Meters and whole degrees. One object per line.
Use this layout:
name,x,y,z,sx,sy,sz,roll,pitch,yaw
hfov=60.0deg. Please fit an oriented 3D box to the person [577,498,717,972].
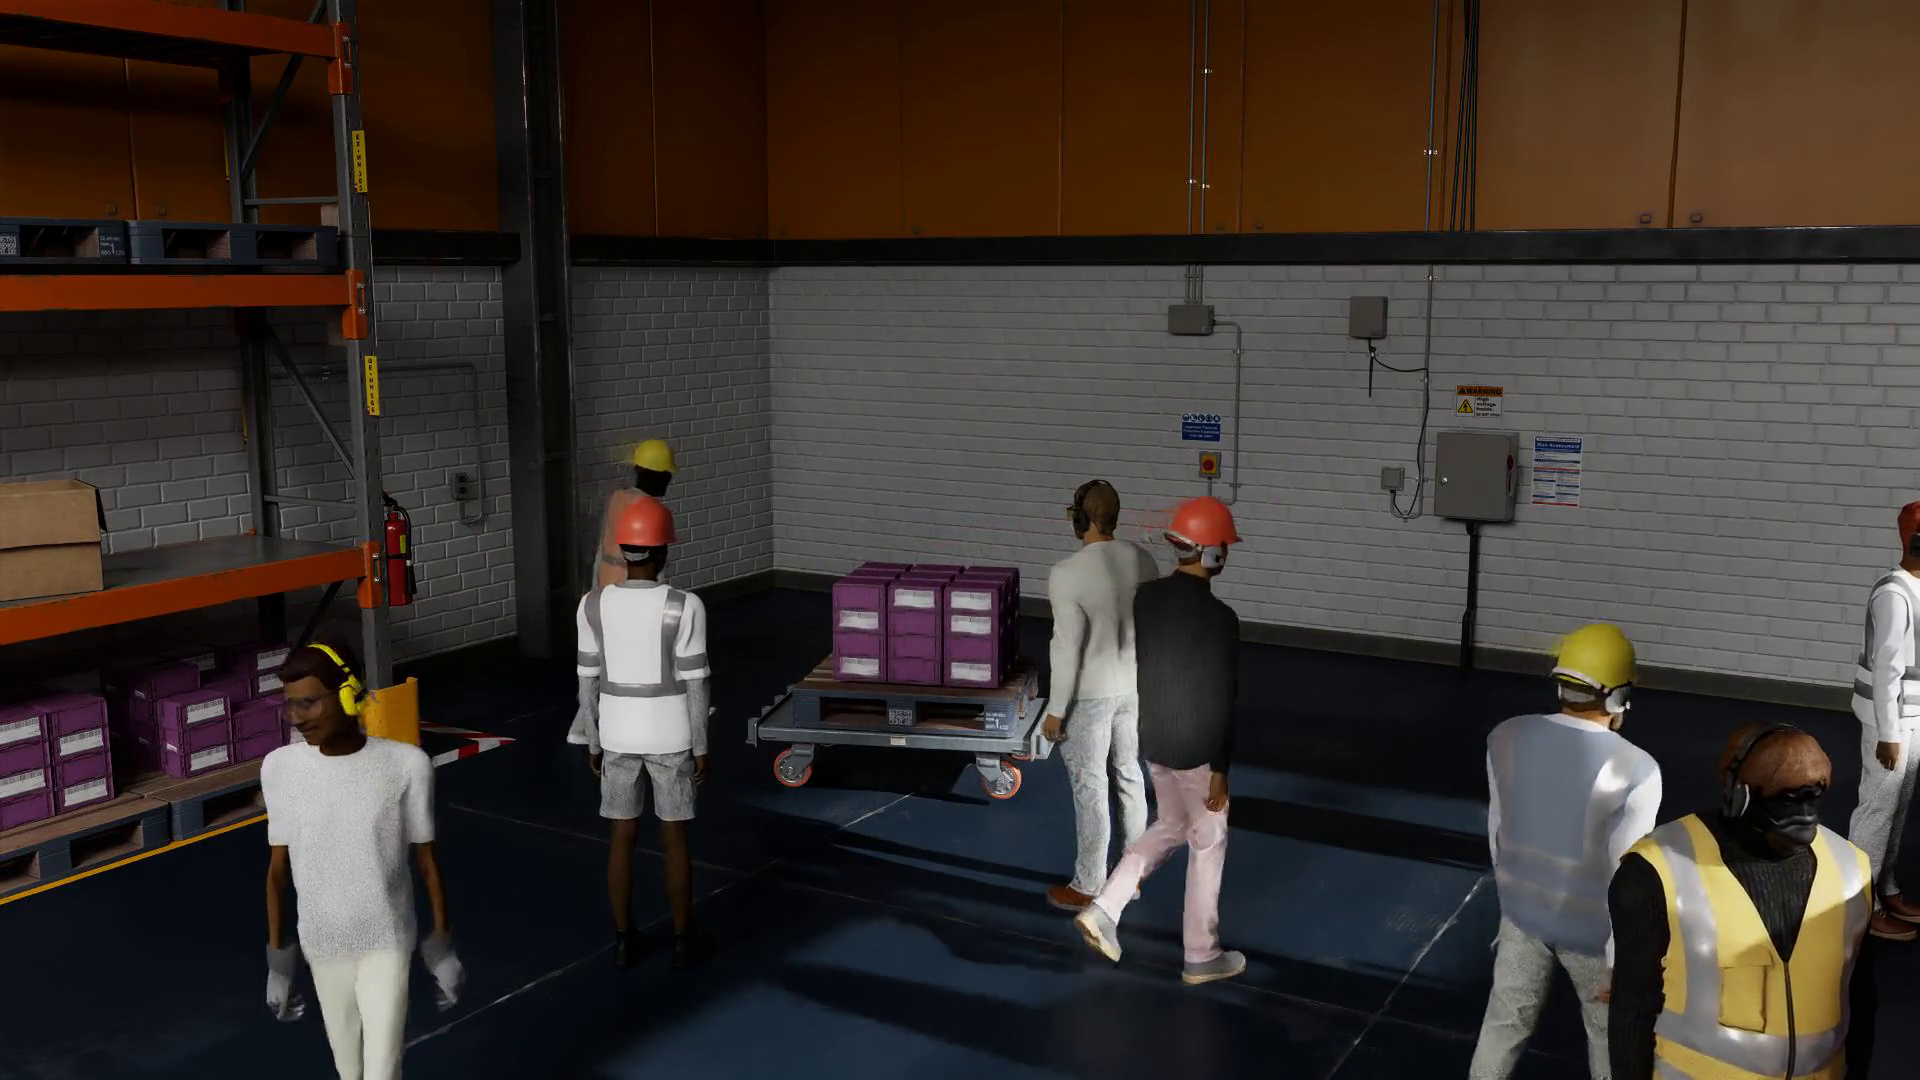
person,-1.269,0.795,6.777,0.547,1.938,0.379,2,9,9

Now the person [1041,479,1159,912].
person,0.612,0.695,7.399,0.627,1.941,0.374,-8,12,-42

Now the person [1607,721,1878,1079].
person,1.822,1.313,3.882,0.626,1.836,0.428,0,9,-2

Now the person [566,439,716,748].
person,-1.974,0.318,10.036,0.996,1.852,0.656,-6,11,-34

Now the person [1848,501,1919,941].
person,4.040,0.766,7.154,0.350,1.879,0.577,8,12,42

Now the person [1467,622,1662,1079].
person,1.841,1.137,5.124,0.922,1.792,0.601,-8,12,-40

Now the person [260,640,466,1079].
person,-1.712,1.166,4.831,0.537,1.833,0.858,0,9,0

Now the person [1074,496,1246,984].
person,0.849,0.810,6.568,0.606,1.977,0.615,-5,10,-29
